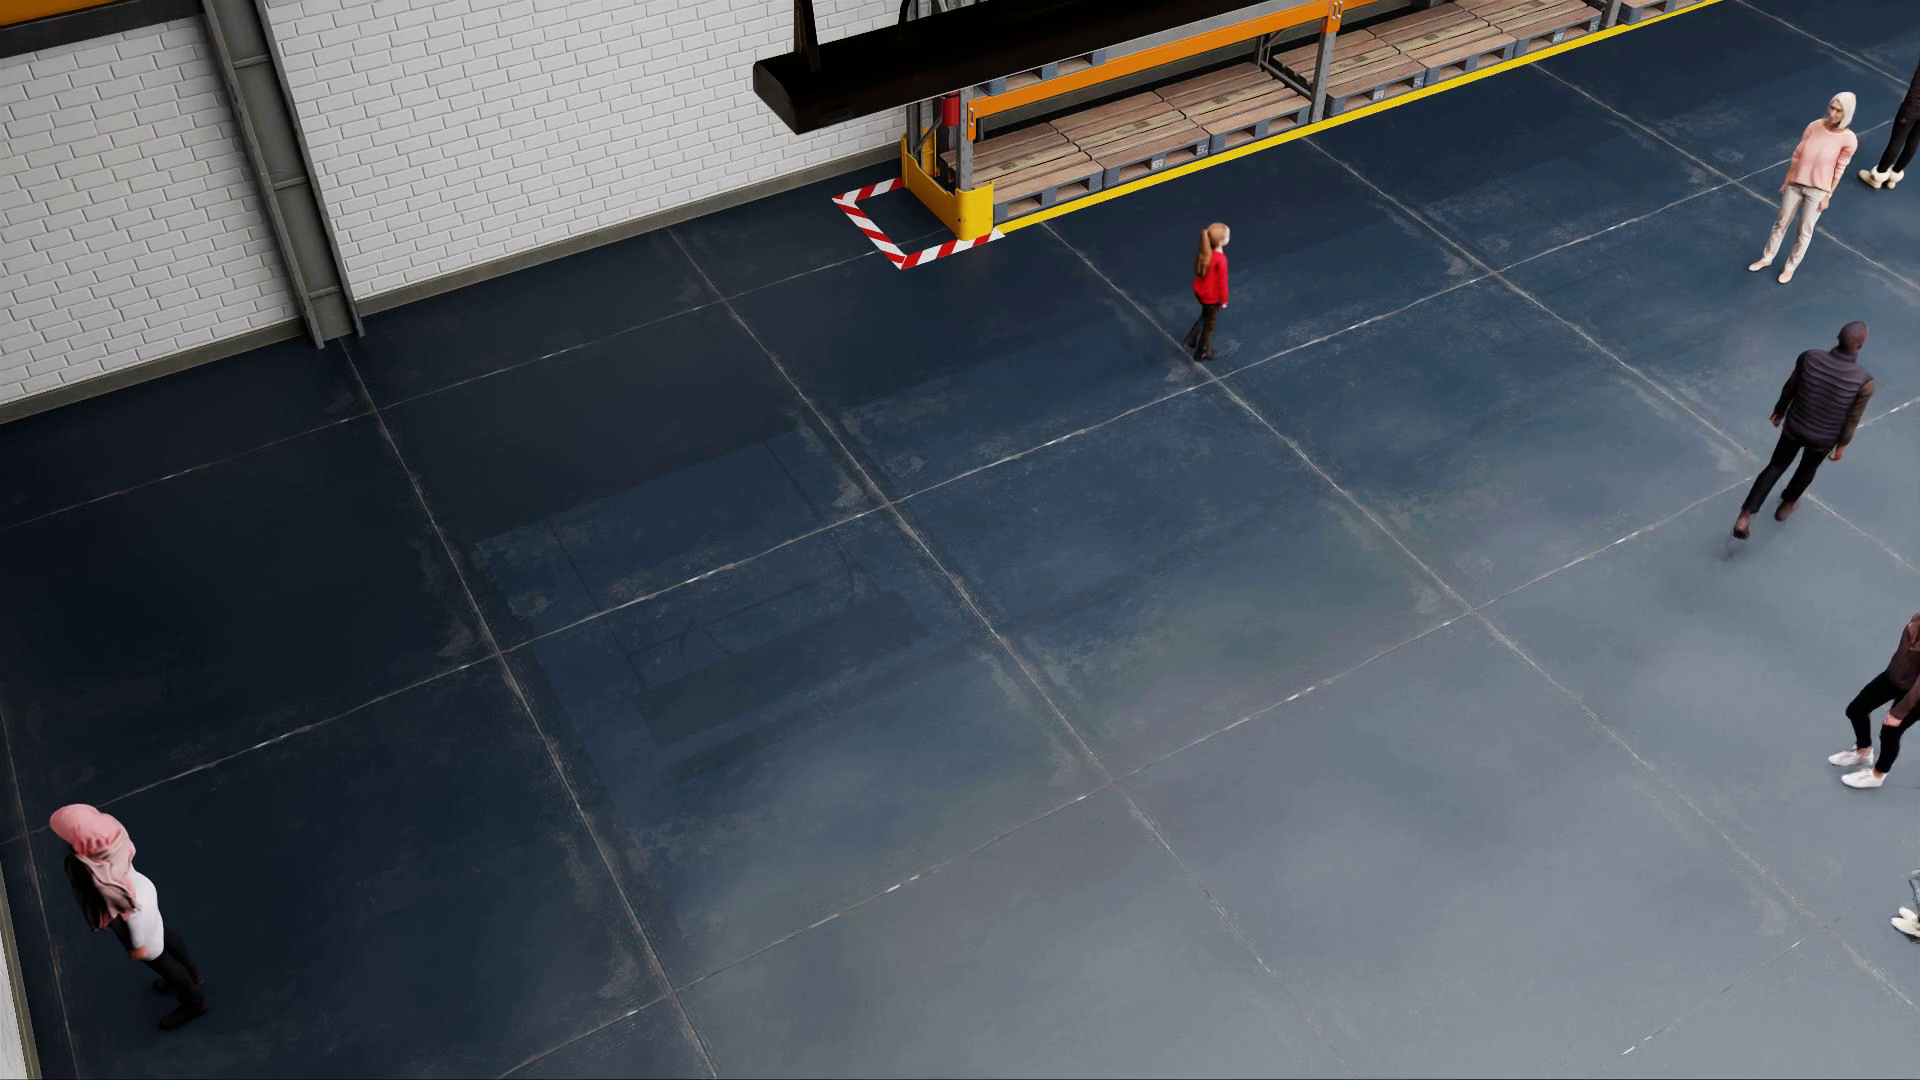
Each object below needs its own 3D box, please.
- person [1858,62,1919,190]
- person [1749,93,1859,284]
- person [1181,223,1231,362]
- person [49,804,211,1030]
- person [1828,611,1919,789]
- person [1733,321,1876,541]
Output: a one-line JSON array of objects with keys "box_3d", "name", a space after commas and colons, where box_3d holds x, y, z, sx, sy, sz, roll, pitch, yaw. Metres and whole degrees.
[{"box_3d": [8.640, -3.882, 14.945, 0.685, 1.661, 0.740, 11, 45, 11], "name": "person"}, {"box_3d": [7.127, -2.967, 13.938, 0.594, 1.726, 0.645, -32, 52, -29], "name": "person"}, {"box_3d": [1.933, -1.954, 13.202, 0.572, 1.274, 0.534, -16, 46, -16], "name": "person"}, {"box_3d": [-4.331, 1.946, 8.725, 0.629, 1.803, 0.661, -15, 46, -15], "name": "person"}, {"box_3d": [5.720, 0.899, 9.907, 0.753, 1.688, 0.725, 1, 44, 1], "name": "person"}, {"box_3d": [5.842, -0.723, 11.520, 1.190, 1.812, 0.881, -34, 53, -30], "name": "person"}]
